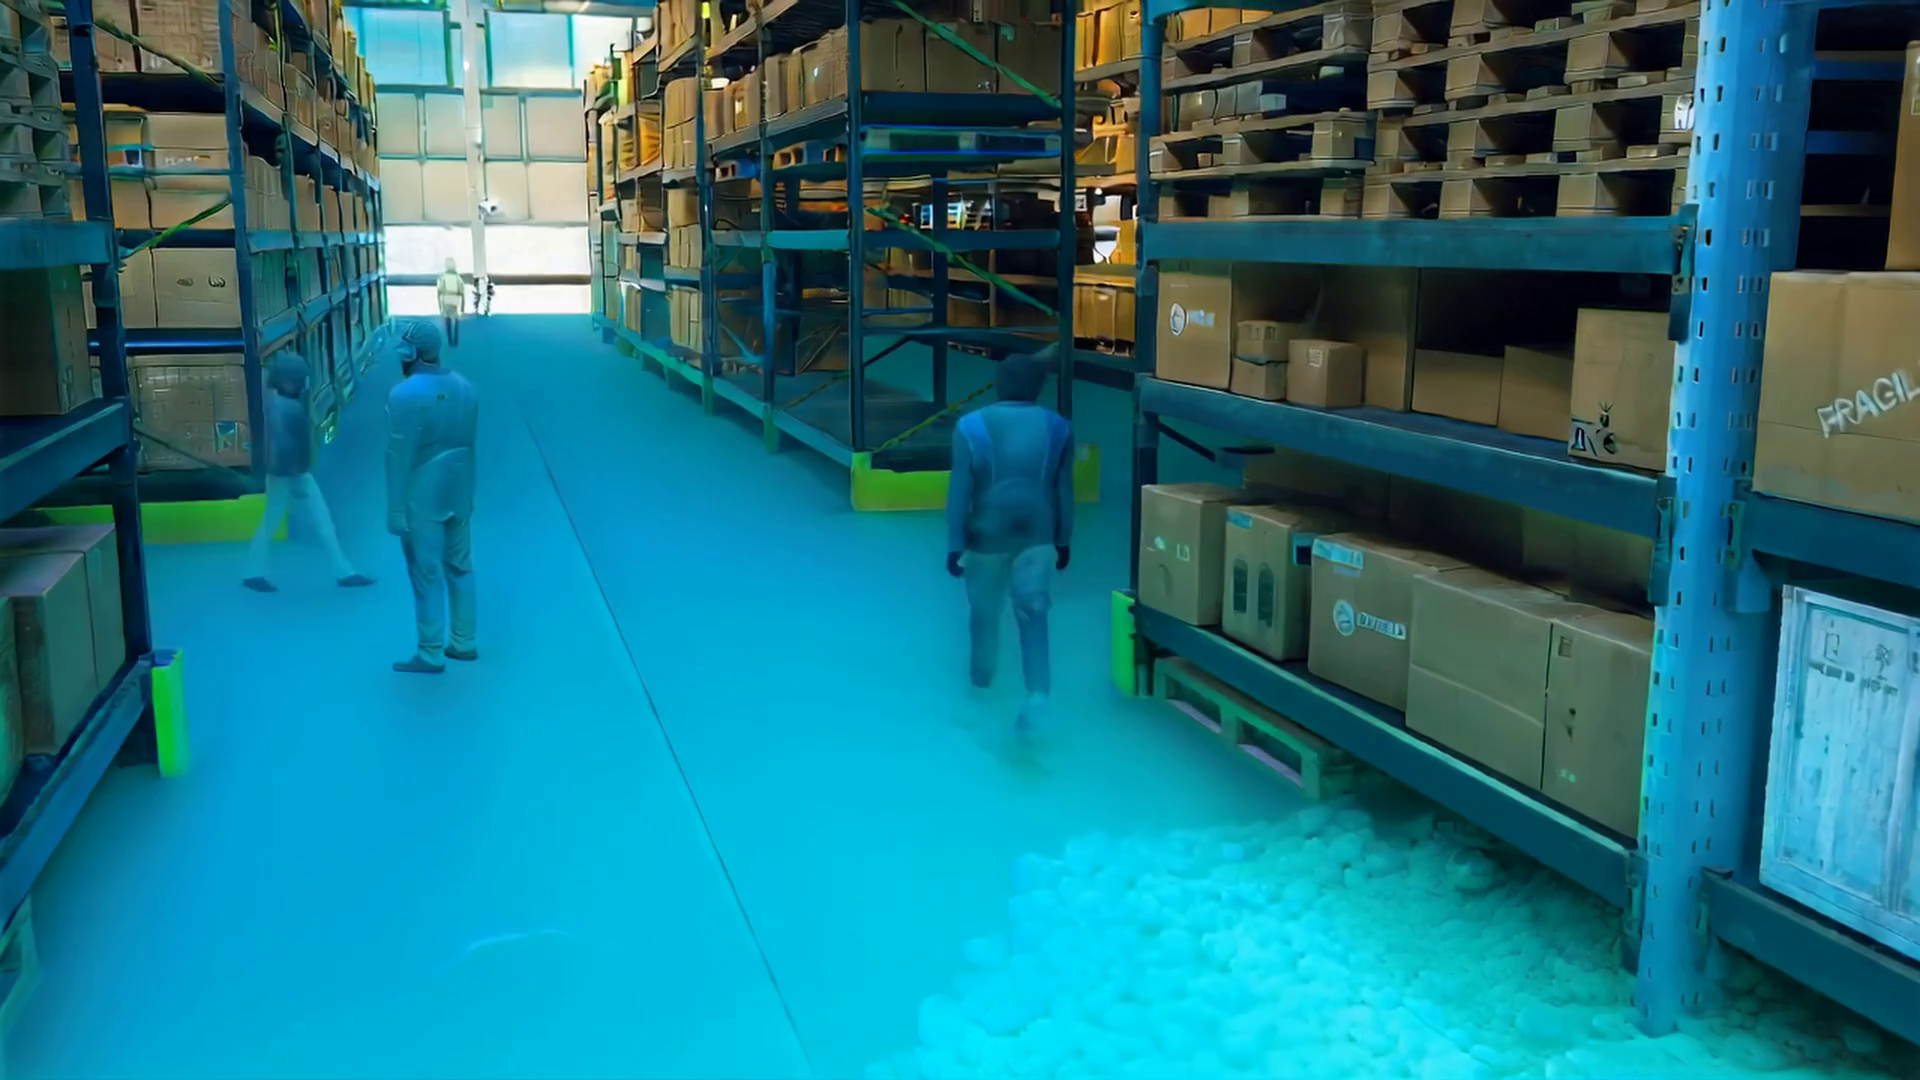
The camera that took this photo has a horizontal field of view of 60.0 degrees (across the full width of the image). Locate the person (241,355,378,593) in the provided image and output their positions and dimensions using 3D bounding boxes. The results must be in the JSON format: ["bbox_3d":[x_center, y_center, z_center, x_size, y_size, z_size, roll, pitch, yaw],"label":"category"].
[{"bbox_3d":[-4.377,-0.424,10.945,0.877,1.583,0.509,0,10,2],"label":"person"}]

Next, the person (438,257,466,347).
[{"bbox_3d":[-10.826,-5.065,35.461,0.552,1.921,0.474,-3,11,-16],"label":"person"}]

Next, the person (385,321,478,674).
[{"bbox_3d":[-2.887,-0.232,9.042,0.400,1.901,0.642,4,11,20],"label":"person"}]

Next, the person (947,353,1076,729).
[{"bbox_3d":[0.261,-0.003,8.080,0.653,1.799,0.936,-2,11,-12],"label":"person"}]
